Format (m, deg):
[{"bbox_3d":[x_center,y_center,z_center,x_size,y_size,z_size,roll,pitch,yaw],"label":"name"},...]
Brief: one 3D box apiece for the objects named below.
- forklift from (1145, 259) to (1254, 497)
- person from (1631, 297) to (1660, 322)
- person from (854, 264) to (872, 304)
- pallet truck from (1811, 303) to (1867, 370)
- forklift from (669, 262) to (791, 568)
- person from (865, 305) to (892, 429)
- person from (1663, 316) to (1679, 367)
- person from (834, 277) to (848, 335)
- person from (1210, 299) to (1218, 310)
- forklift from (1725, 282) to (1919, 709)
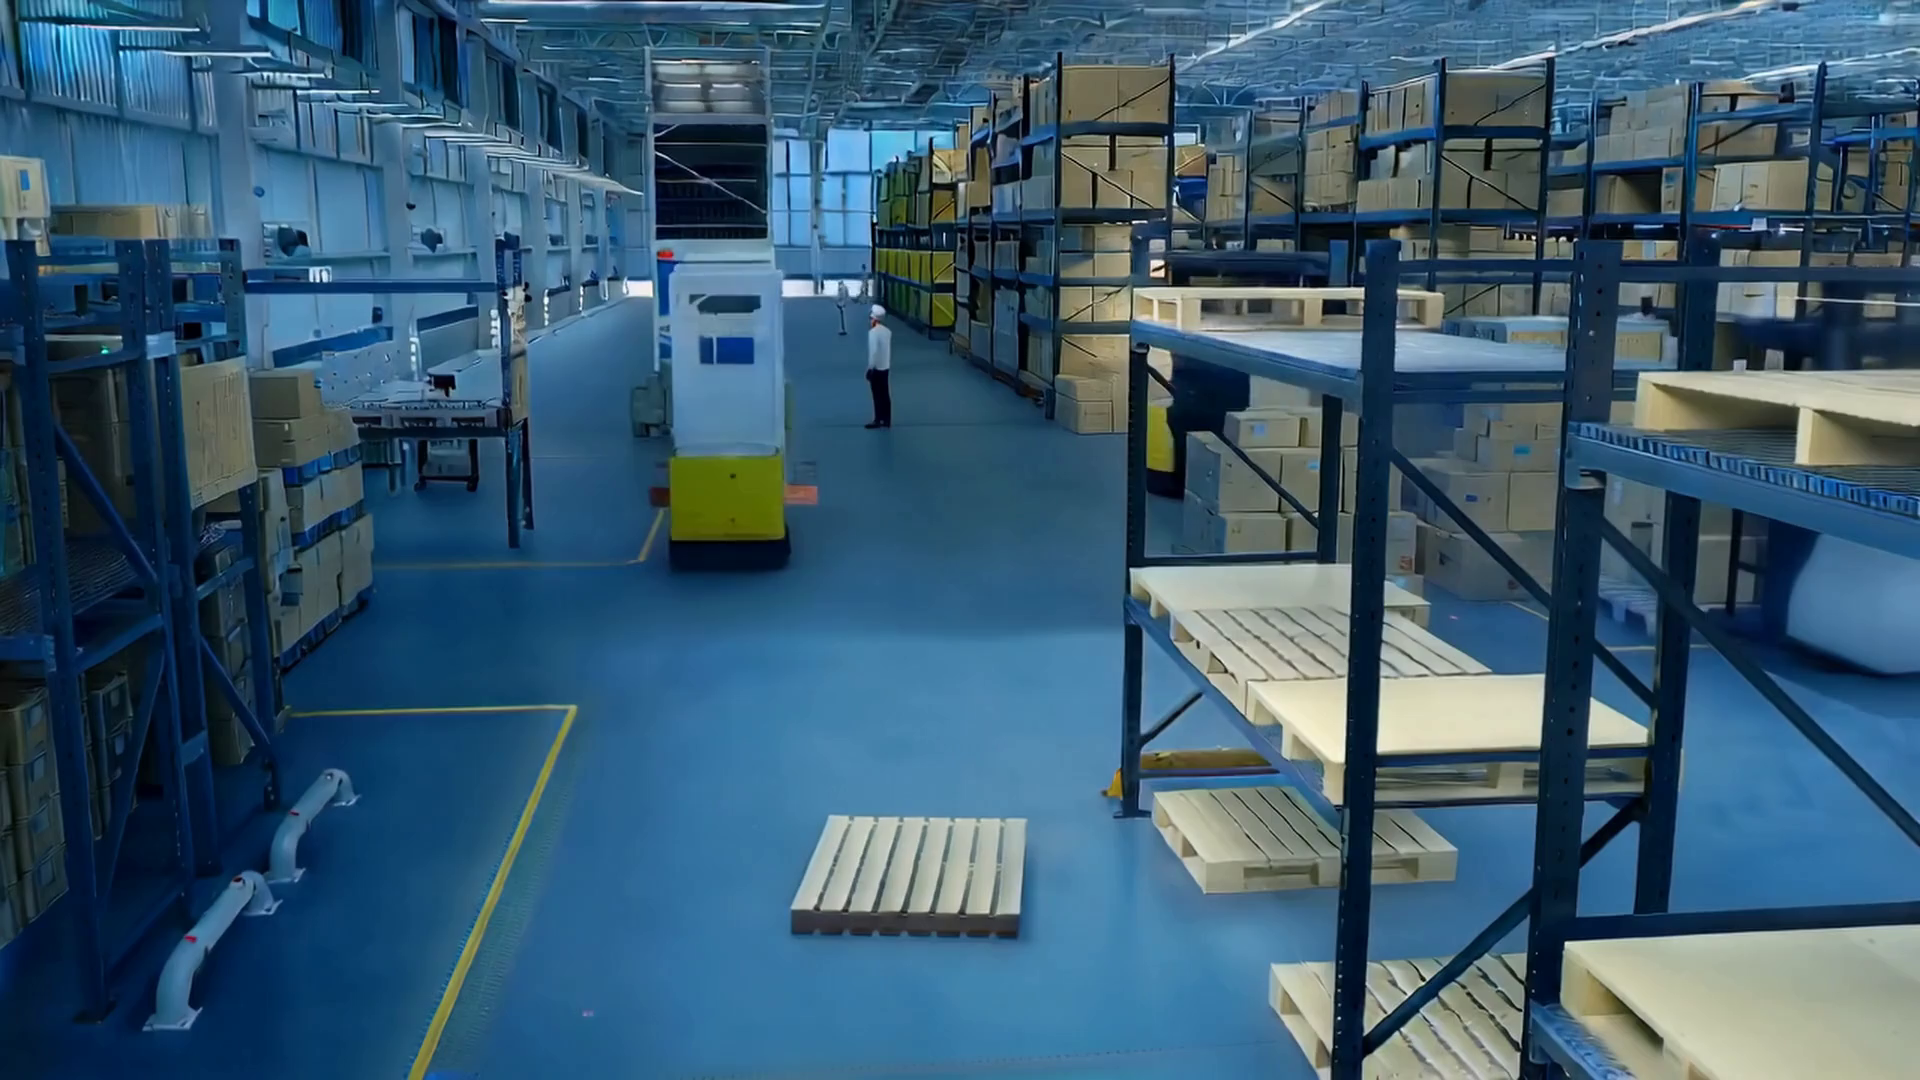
[{"bbox_3d":[2.926,-1.918,19.562,1.129,2.768,1.873,-4,11,-23],"label":"forklift"},{"bbox_3d":[13.508,-3.824,32.808,0.622,1.914,0.998,-1,10,-7],"label":"person"},{"bbox_3d":[-4.560,-12.059,78.513,1.013,1.893,0.556,-1,10,-5],"label":"person"},{"bbox_3d":[15.846,-3.142,28.793,1.885,1.965,0.823,2,10,12],"label":"pallet truck"},{"bbox_3d":[-2.207,-1.243,15.822,1.129,2.768,1.873,-1,10,-6],"label":"forklift"},{"bbox_3d":[-1.321,-2.781,26.798,0.382,1.993,0.622,5,11,26],"label":"person"},{"bbox_3d":[10.711,-2.459,25.308,0.969,1.906,0.640,0,10,2],"label":"person"},{"bbox_3d":[-3.832,-7.532,53.576,0.430,1.838,0.622,2,10,9],"label":"person"},{"bbox_3d":[8.546,-8.228,56.977,0.634,1.991,1.012,-2,11,-13],"label":"person"},{"bbox_3d":[6.242,-0.419,11.257,1.129,2.768,1.873,-1,10,-6],"label":"forklift"}]
